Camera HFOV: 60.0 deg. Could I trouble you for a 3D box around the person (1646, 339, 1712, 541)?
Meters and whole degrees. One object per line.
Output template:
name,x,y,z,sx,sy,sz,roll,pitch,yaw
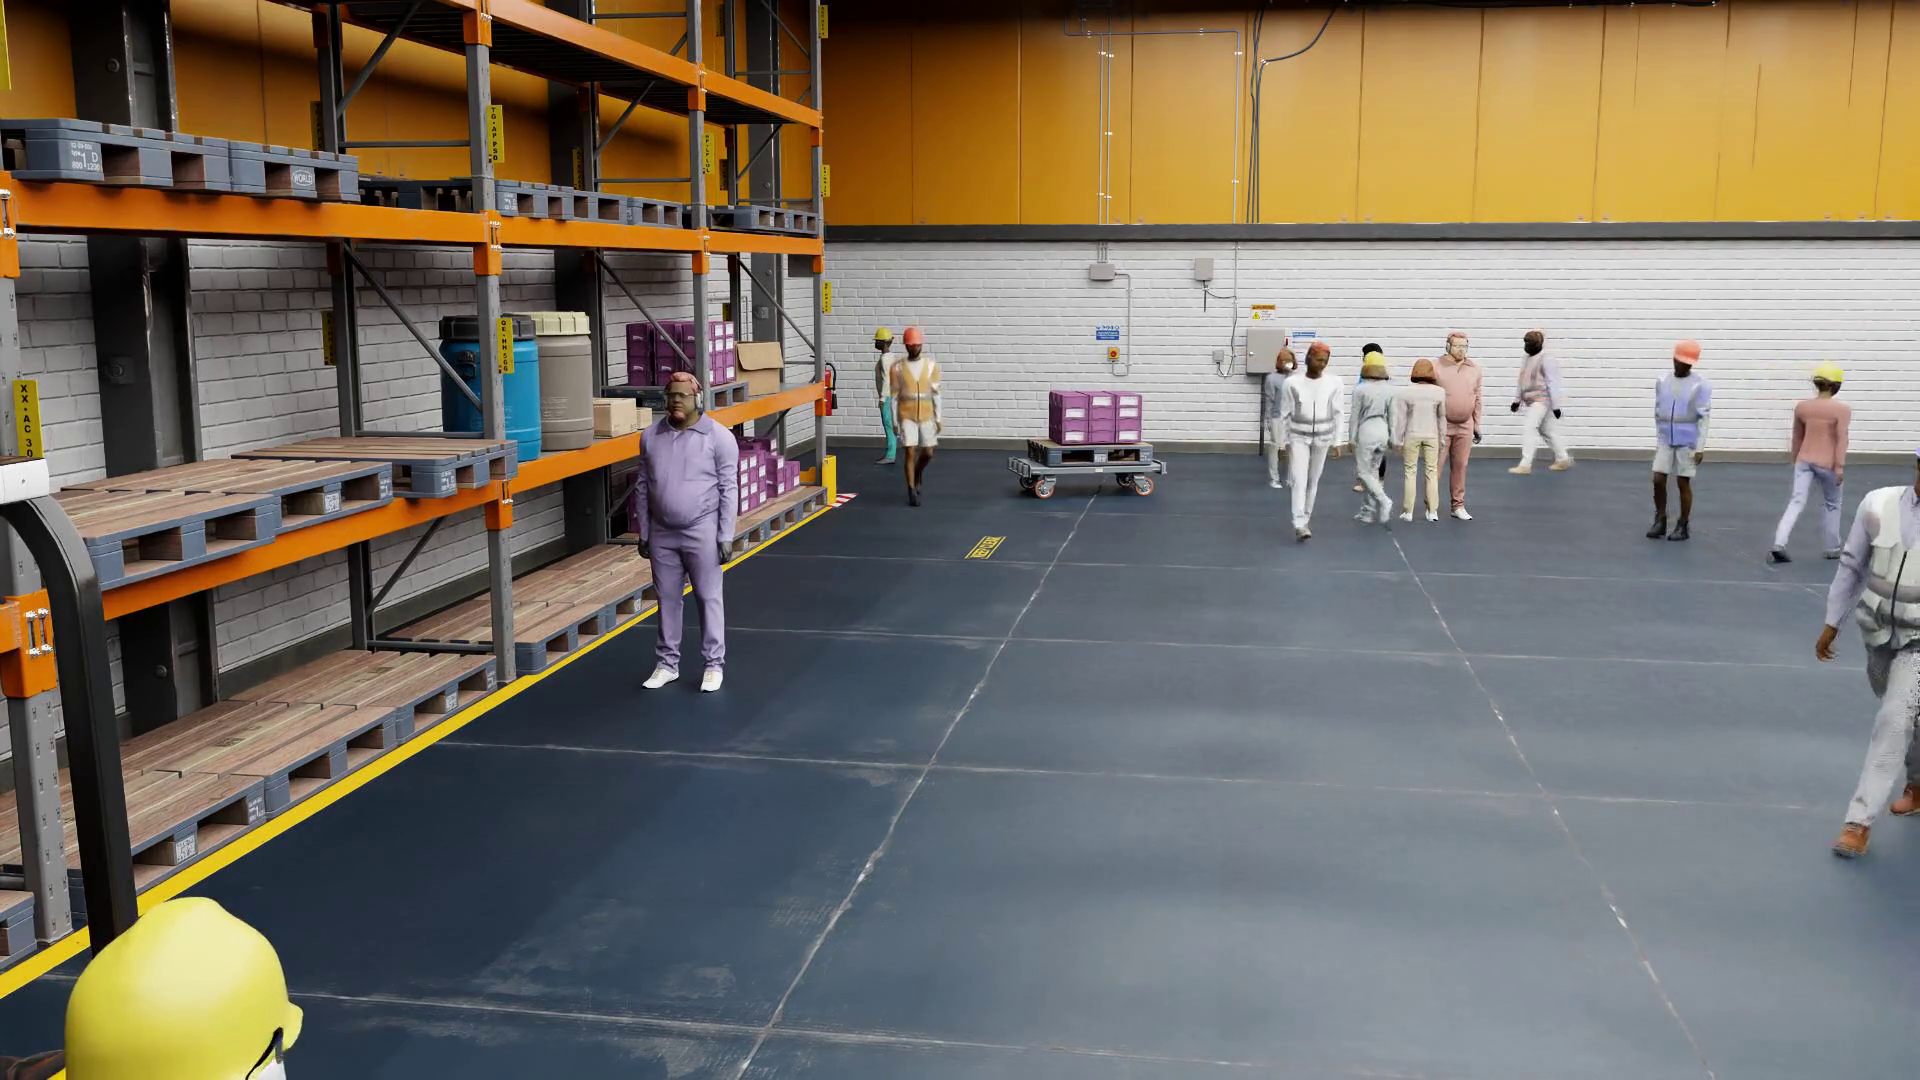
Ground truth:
person,6.634,-0.911,15.311,0.602,1.890,0.559,-8,12,-41

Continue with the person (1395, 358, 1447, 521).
person,4.615,-0.999,16.664,0.503,1.631,0.282,1,9,7

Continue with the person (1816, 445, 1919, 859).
person,4.193,0.401,7.296,1.031,1.879,0.647,-6,11,-31

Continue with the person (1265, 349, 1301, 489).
person,3.739,-1.371,19.008,0.520,1.613,0.565,-3,10,-18

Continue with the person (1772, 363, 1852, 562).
person,7.349,-0.662,14.295,0.883,1.728,0.532,-6,11,-31

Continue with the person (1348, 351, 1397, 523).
person,4.095,-1.000,16.388,0.485,1.717,0.662,-3,10,-20

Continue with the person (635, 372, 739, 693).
person,-1.646,-0.045,9.925,0.645,1.913,0.409,2,9,14

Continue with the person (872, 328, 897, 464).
person,-0.977,-1.861,21.566,0.317,1.769,0.523,1,9,5

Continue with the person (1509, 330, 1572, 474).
person,7.265,-1.708,20.606,0.879,1.792,0.645,-1,9,-4

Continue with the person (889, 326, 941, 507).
person,-0.491,-1.333,17.827,0.554,1.924,0.581,-2,9,-13

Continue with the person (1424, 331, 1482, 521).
person,4.946,-1.141,16.704,0.639,1.908,0.409,-1,9,-9

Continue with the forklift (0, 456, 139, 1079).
forklift,-2.328,0.975,2.765,2.313,2.155,1.214,1,9,9

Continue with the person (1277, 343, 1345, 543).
person,3.248,-0.891,15.375,0.587,1.825,1.006,1,9,3

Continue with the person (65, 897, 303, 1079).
person,-0.829,1.297,1.891,0.602,1.828,0.404,-4,10,-23

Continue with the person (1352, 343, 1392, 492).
person,4.672,-1.382,18.842,0.319,1.693,0.532,9,13,43
